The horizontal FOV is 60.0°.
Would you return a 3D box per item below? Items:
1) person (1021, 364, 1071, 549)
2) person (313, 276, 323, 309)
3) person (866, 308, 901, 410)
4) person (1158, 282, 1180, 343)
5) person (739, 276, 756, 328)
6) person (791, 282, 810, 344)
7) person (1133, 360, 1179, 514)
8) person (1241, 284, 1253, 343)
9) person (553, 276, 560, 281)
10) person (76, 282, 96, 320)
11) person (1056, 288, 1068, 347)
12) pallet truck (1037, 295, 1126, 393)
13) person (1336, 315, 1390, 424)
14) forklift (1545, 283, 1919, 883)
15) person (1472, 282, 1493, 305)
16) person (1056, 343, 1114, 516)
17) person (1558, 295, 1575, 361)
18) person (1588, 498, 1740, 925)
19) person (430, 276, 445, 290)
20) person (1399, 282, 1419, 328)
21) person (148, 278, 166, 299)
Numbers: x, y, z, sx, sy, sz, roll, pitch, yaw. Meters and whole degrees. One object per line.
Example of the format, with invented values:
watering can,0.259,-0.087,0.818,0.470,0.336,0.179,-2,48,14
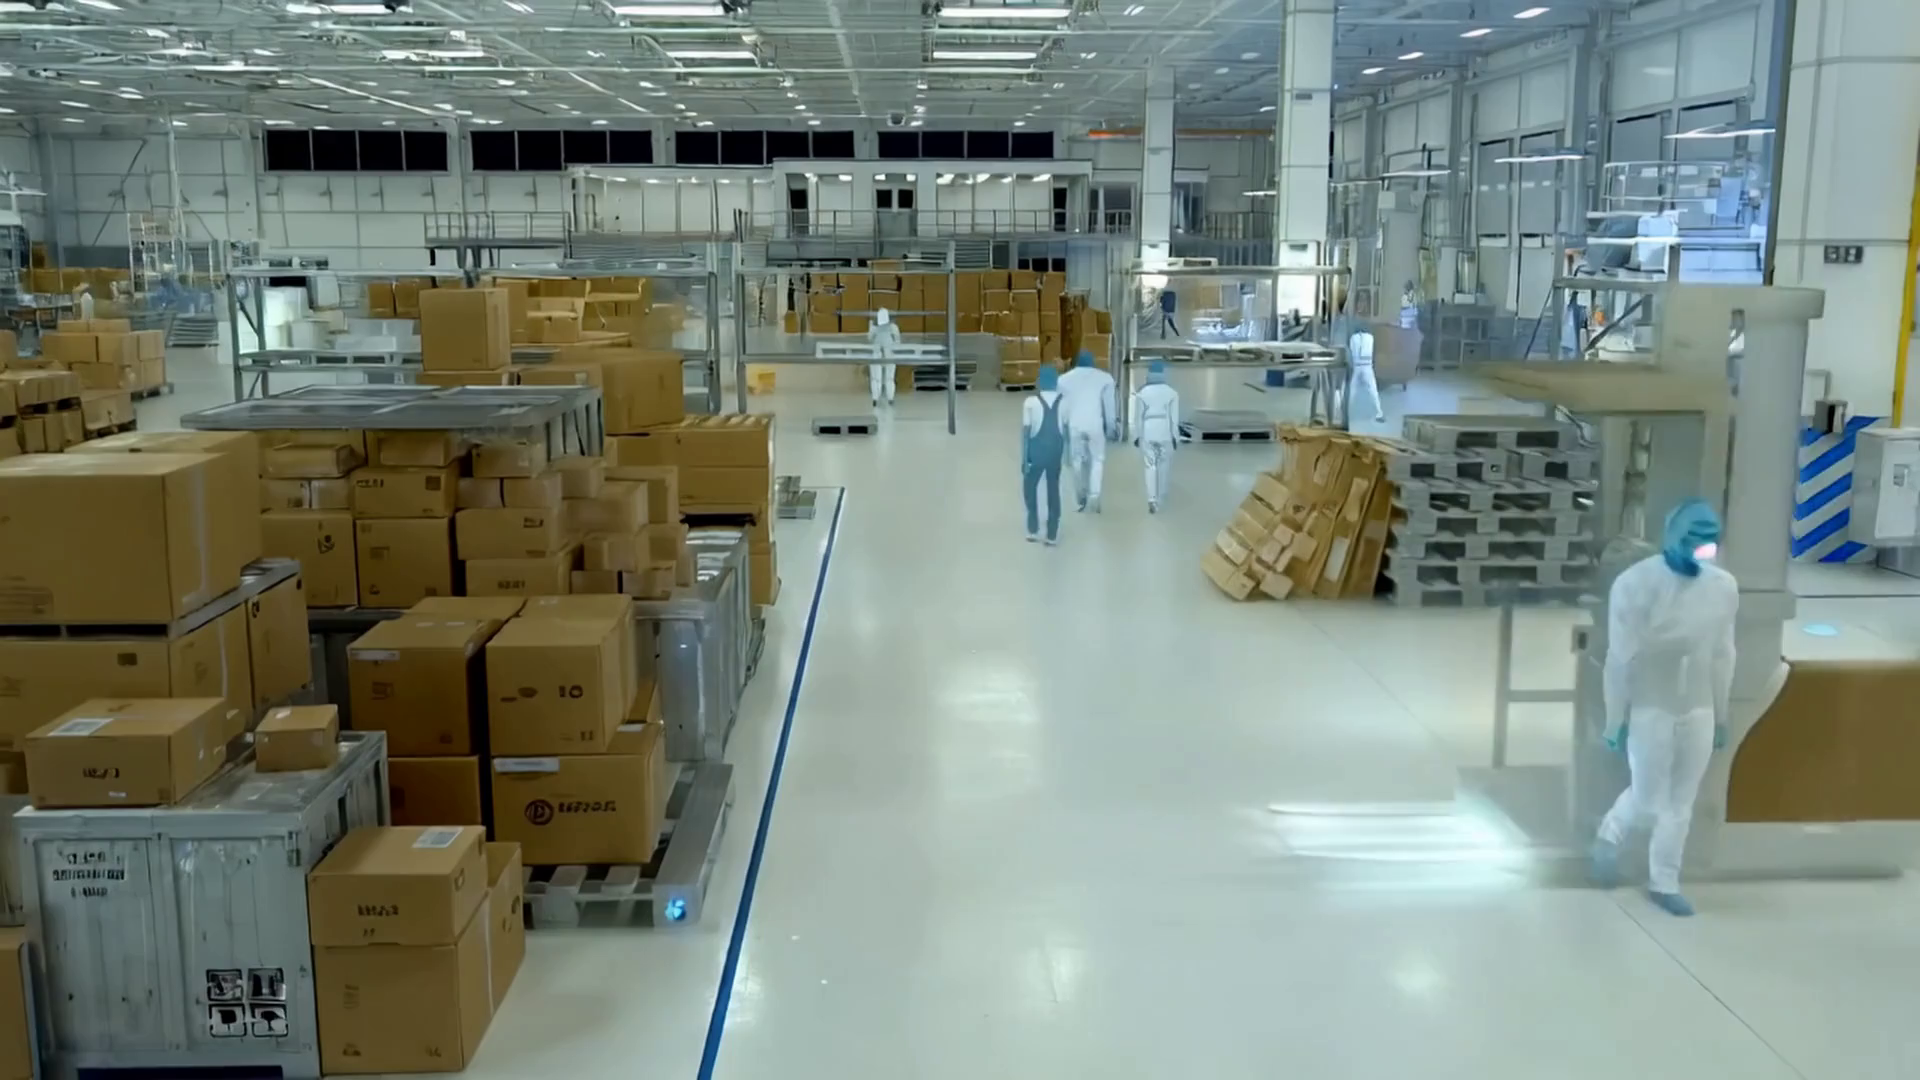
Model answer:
person,0.831,-0.842,16.619,0.539,1.820,0.663,-3,11,-16
person,-25.174,-9.530,65.291,0.436,1.722,0.661,2,10,13
person,-1.392,-3.277,30.134,0.633,1.842,0.429,1,10,4
person,6.312,-6.847,50.062,0.662,1.830,0.631,-8,13,-37
person,-7.255,-8.080,56.694,0.571,1.922,0.630,-6,12,-29
person,-4.769,-6.821,49.934,0.528,1.829,0.972,1,10,6
person,2.208,-1.178,18.795,0.512,1.697,0.866,1,10,4
person,8.557,-6.742,49.639,0.308,1.772,0.525,-3,11,-17
person,-14.499,-8.677,60.006,0.584,1.917,0.385,7,12,34
person,-24.638,-6.287,46.764,0.963,1.891,0.549,-1,10,-7
person,2.938,-6.407,47.971,0.317,1.695,0.540,4,11,22
pallet truck,2.483,-3.881,33.060,1.885,1.965,0.823,-7,13,-36
person,6.711,-2.851,27.821,0.570,1.837,0.984,-7,12,-33
forklift,3.707,0.151,8.138,1.873,2.768,1.129,0,10,-2
person,14.865,-6.403,47.415,0.614,1.876,0.966,5,11,24
person,1.368,-1.203,18.381,0.651,1.914,0.513,1,10,6
person,12.204,-3.958,33.544,0.617,1.984,0.425,-7,12,-33
person,3.154,0.753,7.441,0.643,1.924,0.500,-2,10,-13
person,-17.007,-7.705,54.245,0.695,2.000,0.920,2,10,11
person,12.397,-6.169,46.002,0.542,1.930,0.367,9,14,42
person,-26.297,-7.641,54.393,0.596,1.851,0.792,0,10,0
